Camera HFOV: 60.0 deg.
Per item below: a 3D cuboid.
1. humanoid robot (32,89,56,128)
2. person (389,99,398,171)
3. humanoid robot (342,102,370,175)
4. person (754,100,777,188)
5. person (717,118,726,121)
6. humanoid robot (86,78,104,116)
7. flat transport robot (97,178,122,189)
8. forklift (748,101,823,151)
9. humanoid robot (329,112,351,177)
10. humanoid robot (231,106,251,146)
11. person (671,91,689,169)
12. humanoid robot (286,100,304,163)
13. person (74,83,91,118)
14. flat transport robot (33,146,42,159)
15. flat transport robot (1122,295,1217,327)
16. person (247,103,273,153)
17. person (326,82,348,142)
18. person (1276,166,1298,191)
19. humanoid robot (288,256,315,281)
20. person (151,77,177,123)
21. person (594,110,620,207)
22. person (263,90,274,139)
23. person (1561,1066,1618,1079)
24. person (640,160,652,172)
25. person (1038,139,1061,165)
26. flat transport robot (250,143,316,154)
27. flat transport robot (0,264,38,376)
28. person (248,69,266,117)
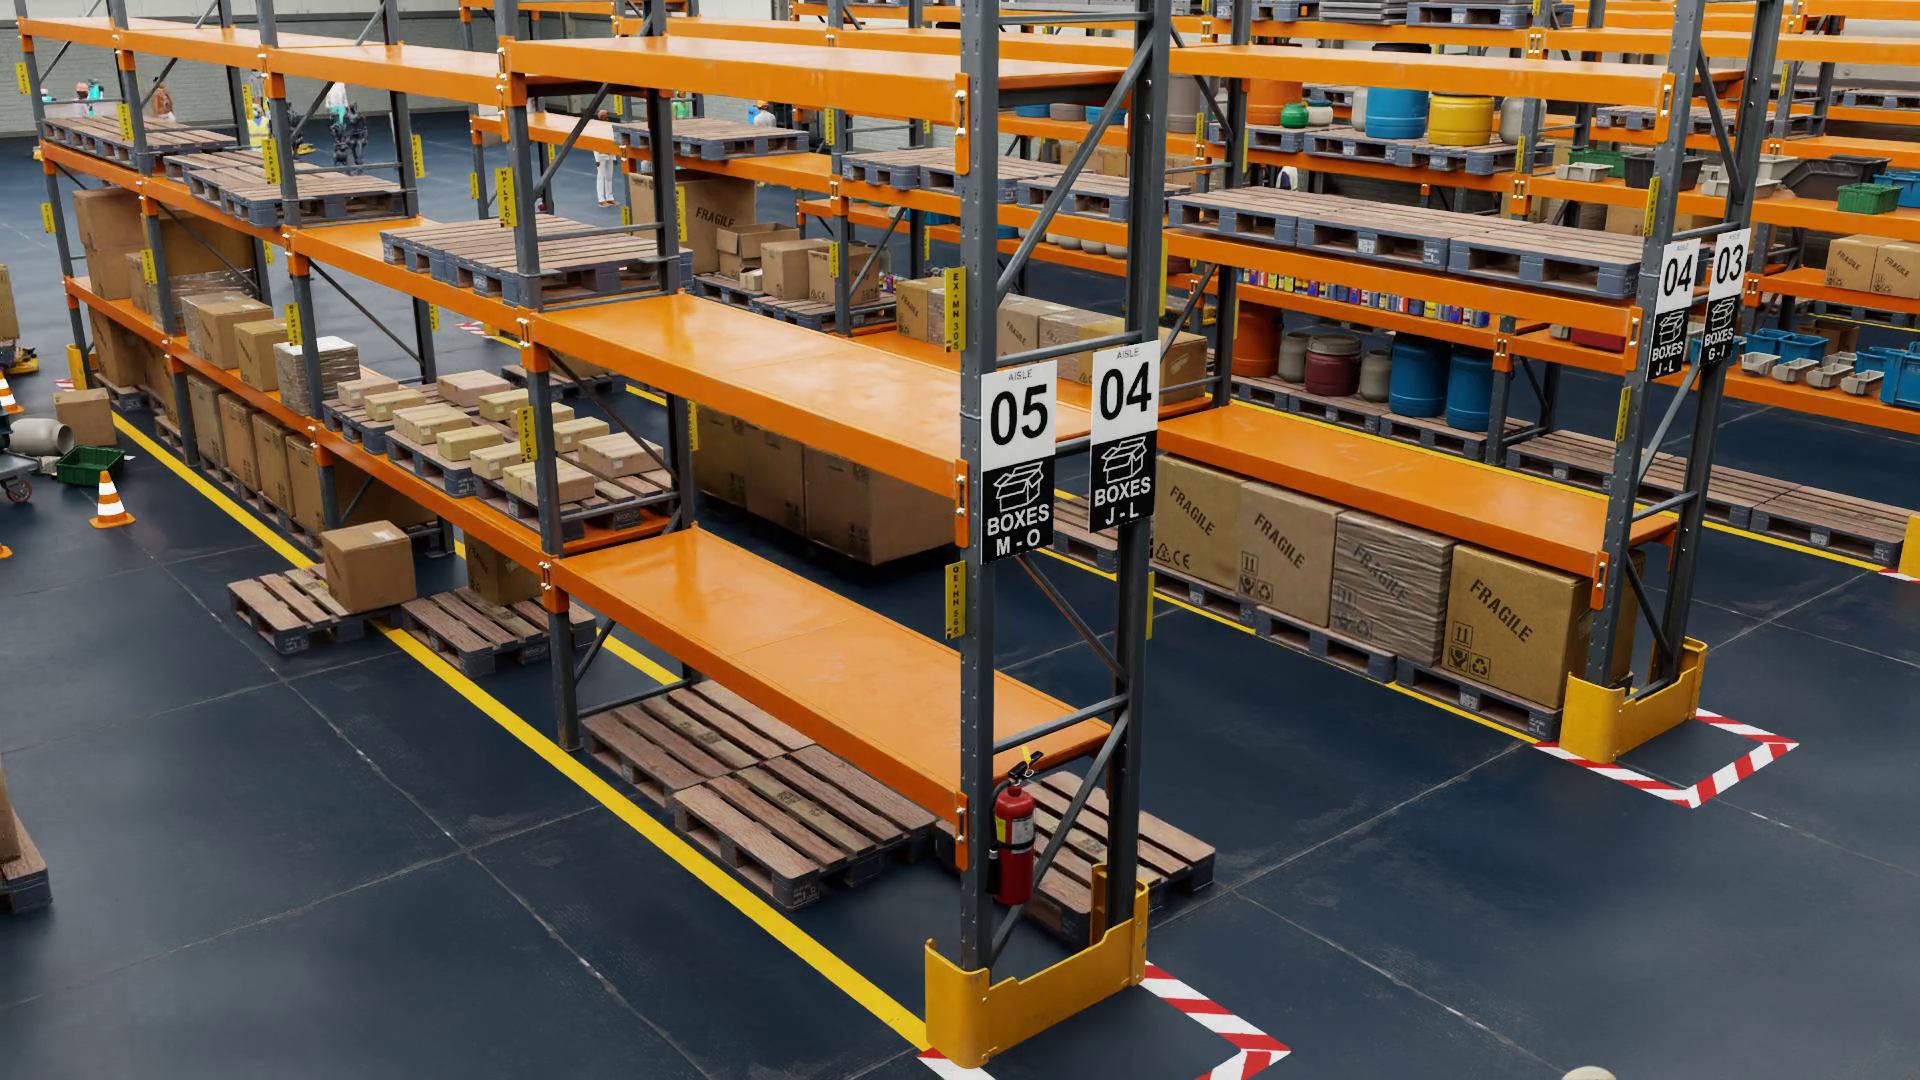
[{"bbox_3d":[-22.316,-10.164,40.700,0.531,1.734,1.049,-9,21,-23],"label":"humanoid robot"},{"bbox_3d":[-12.903,-9.338,38.329,0.898,1.700,0.554,16,25,38],"label":"person"},{"bbox_3d":[-13.749,-9.139,37.844,0.599,1.625,0.643,-2,19,-5],"label":"humanoid robot"},{"bbox_3d":[-4.195,-8.549,35.830,0.569,1.889,0.389,-11,22,-28],"label":"person"},{"bbox_3d":[-4.722,-7.556,33.229,0.515,1.722,0.500,3,20,7],"label":"person"},{"bbox_3d":[-22.719,-11.151,43.444,0.530,1.711,1.035,3,20,10],"label":"humanoid robot"},{"bbox_3d":[-17.053,-7.242,34.548,0.659,0.231,1.431,7,20,18],"label":"flat transport robot"},{"bbox_3d":[-4.526,-11.368,42.374,1.129,2.768,1.873,-15,24,-37],"label":"forklift"},{"bbox_3d":[-13.258,-8.275,35.385,0.656,1.634,0.610,-2,19,-6],"label":"humanoid robot"},{"bbox_3d":[-16.075,-9.187,37.940,1.025,1.770,0.534,12,23,32],"label":"humanoid robot"},{"bbox_3d":[-6.385,-9.414,38.156,0.402,1.978,0.483,12,22,30],"label":"person"},{"bbox_3d":[-15.336,-9.248,38.163,0.681,1.633,0.609,6,20,15],"label":"humanoid robot"},{"bbox_3d":[-20.198,-9.569,38.587,1.047,1.978,0.608,-8,21,-21],"label":"person"},{"bbox_3d":[-22.724,-9.666,41.446,0.659,0.231,1.431,-10,22,-26],"label":"flat transport robot"},{"bbox_3d":[2.955,-3.165,22.944,0.659,0.231,1.431,-14,24,-34],"label":"flat transport robot"},{"bbox_3d":[-14.695,-8.230,34.949,0.585,1.869,0.627,-7,21,-20],"label":"person"},{"bbox_3d":[-16.657,-11.560,44.409,0.527,1.871,0.953,-4,20,-10],"label":"person"},{"bbox_3d":[5.319,-5.469,27.135,0.388,1.838,0.563,7,21,20],"label":"person"},{"bbox_3d":[-10.117,-4.768,25.370,0.593,1.645,0.452,2,19,5],"label":"humanoid robot"},{"bbox_3d":[-20.764,-11.171,43.401,0.971,1.803,0.803,7,21,19],"label":"person"},{"bbox_3d":[-7.058,-7.593,33.114,0.355,1.883,0.572,11,22,29],"label":"person"},{"bbox_3d":[-18.572,-11.576,44.740,0.322,1.691,0.531,-7,21,-19],"label":"person"},{"bbox_3d":[1.739,2.352,4.934,0.375,1.797,0.603,-17,26,-40],"label":"person"},{"bbox_3d":[-5.100,-5.880,28.182,0.388,1.930,0.770,9,21,23],"label":"person"},{"bbox_3d":[1.796,-6.947,31.492,0.719,1.743,0.422,9,21,24],"label":"person"},{"bbox_3d":[-17.148,-9.893,42.090,1.431,0.231,0.659,2,19,6],"label":"flat transport robot"},{"bbox_3d":[-11.846,-2.089,19.880,1.431,0.231,0.659,-10,22,-26],"label":"flat transport robot"},{"bbox_3d":[-20.014,-12.647,47.515,0.387,1.872,0.506,14,24,34],"label":"person"}]
